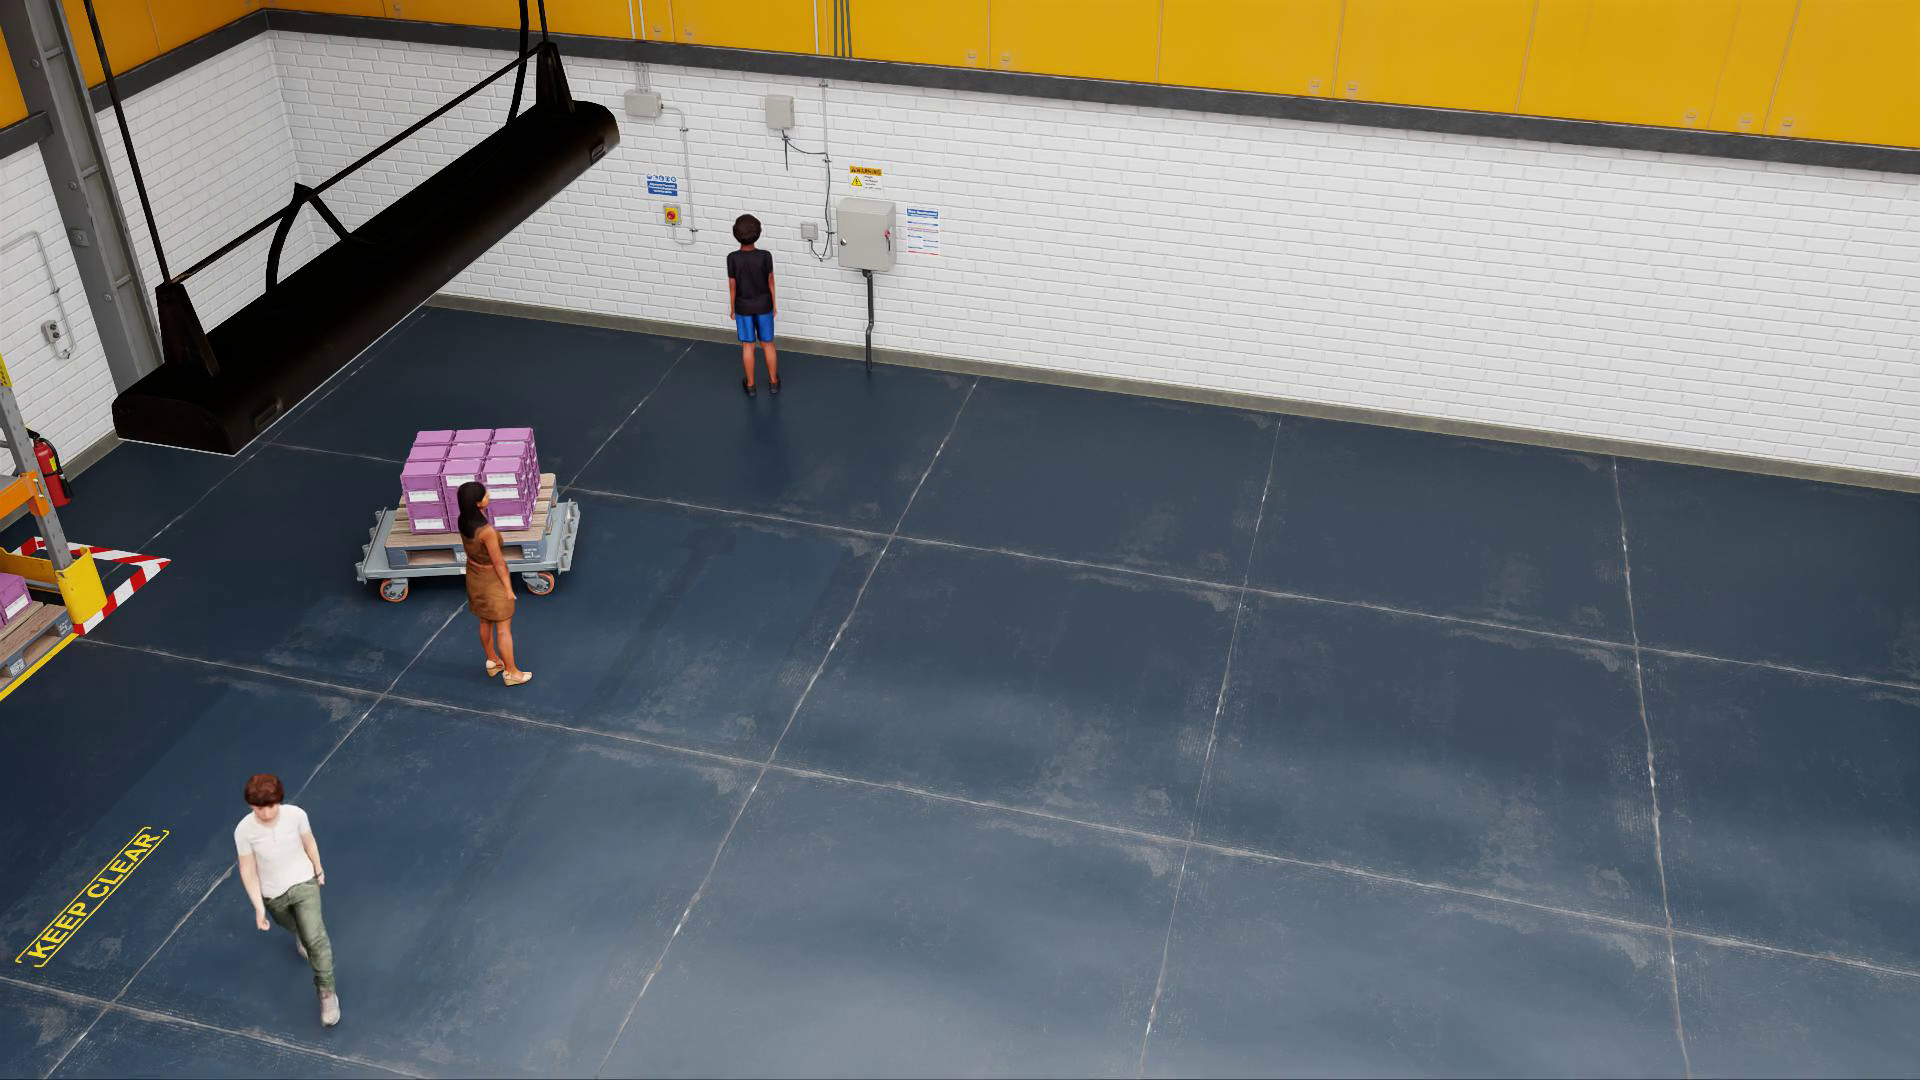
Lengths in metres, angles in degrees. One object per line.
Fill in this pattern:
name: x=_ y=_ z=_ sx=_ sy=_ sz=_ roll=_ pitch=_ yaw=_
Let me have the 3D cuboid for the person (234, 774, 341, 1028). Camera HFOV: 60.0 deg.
person: x=-3.878 y=1.945 z=9.564 sx=1.005 sy=1.623 sz=1.147 roll=-14 pitch=36 yaw=-20

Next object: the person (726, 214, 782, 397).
person: x=-1.941 y=-2.202 z=15.642 sx=0.689 sy=1.799 sz=0.707 roll=-6 pitch=34 yaw=-10

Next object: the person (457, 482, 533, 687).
person: x=-3.386 y=0.312 z=11.960 sx=0.637 sy=1.690 sz=0.644 roll=26 pitch=42 yaw=34
